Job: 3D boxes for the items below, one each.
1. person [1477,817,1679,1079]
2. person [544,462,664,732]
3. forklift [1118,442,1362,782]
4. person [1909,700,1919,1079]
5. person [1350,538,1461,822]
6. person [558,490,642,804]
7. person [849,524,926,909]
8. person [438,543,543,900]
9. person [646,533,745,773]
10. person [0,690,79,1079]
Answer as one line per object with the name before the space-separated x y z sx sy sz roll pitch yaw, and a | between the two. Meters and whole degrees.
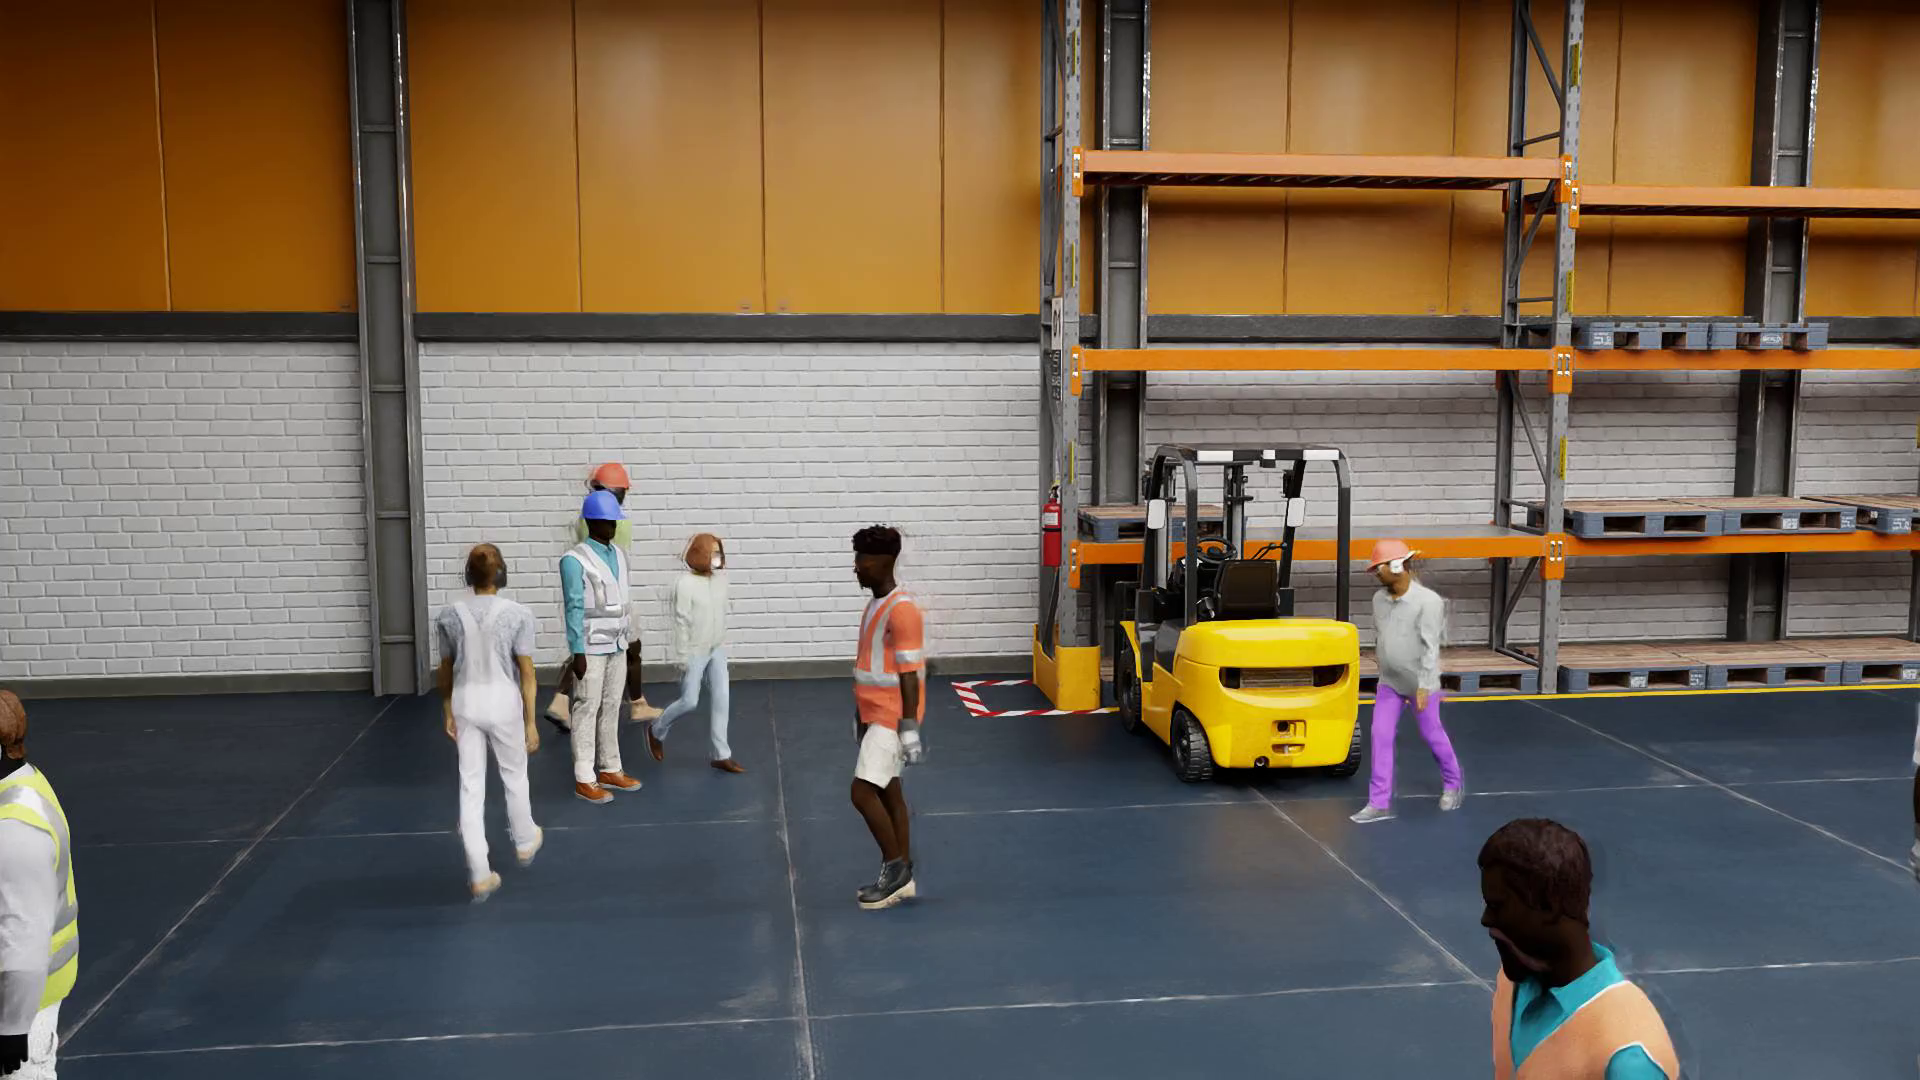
person | 1.350 1.504 3.425 0.726 1.876 0.609 -1 7 -6
person | -2.678 0.420 12.339 0.624 2.007 0.992 5 8 38
forklift | 1.912 0.418 11.496 1.214 2.155 2.313 -1 7 -8
person | 3.942 1.122 6.316 0.613 1.963 0.361 1 7 9
person | 2.738 0.831 10.052 0.850 1.696 0.576 -5 8 -36
person | -2.260 0.657 10.469 0.384 1.949 0.603 3 7 23
person | -0.427 0.891 8.407 0.497 1.947 0.633 -2 7 -16
person | -2.461 0.915 8.810 0.543 1.806 0.906 0 7 -1
person | -1.778 0.745 11.145 0.684 1.615 0.508 5 8 35
person | -2.843 1.344 4.921 0.429 1.843 0.633 -5 8 -35
